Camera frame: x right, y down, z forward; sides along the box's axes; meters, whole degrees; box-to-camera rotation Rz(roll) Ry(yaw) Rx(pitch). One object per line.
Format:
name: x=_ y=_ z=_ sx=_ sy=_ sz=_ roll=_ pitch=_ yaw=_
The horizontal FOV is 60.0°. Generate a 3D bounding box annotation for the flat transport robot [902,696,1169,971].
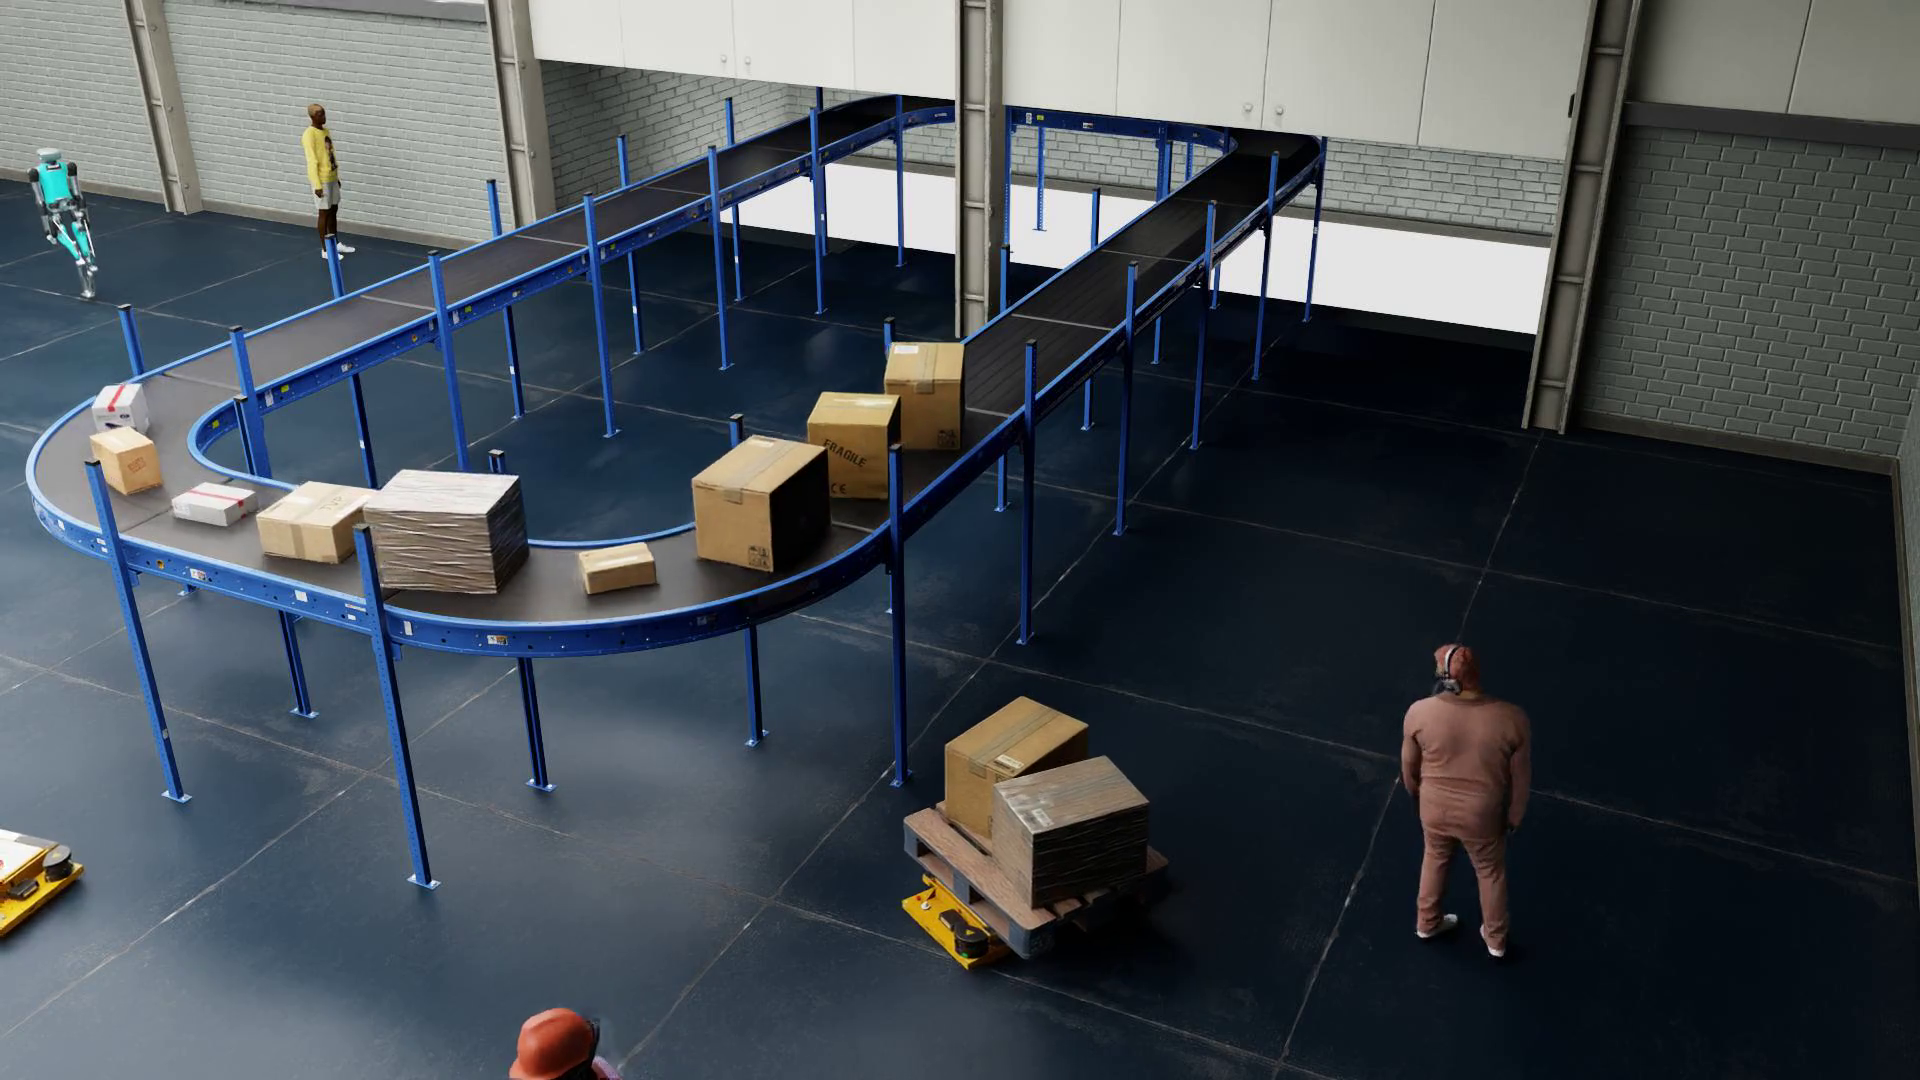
flat transport robot: x=0.434 y=1.955 z=9.537 sx=1.431 sy=0.231 sz=0.659 roll=-17 pitch=31 yaw=-31

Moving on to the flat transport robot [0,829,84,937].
flat transport robot: x=-5.894 y=1.918 z=9.612 sx=1.431 sy=0.231 sz=0.659 roll=8 pitch=28 yaw=16

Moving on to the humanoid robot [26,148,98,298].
humanoid robot: x=-10.096 y=-3.531 z=18.954 sx=0.842 sy=1.792 sz=0.536 roll=21 pitch=33 yaw=36

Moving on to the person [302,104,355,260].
person: x=-7.869 y=-4.447 z=20.603 sx=0.357 sy=1.897 sz=0.556 roll=3 pitch=27 yaw=6

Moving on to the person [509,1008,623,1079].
person: x=-1.322 y=2.565 z=6.361 sx=0.607 sy=2.003 sz=0.605 roll=-15 pitch=30 yaw=-27

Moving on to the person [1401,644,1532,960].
person: x=2.674 y=1.397 z=8.879 sx=0.684 sy=1.865 sz=0.427 roll=10 pitch=28 yaw=19
